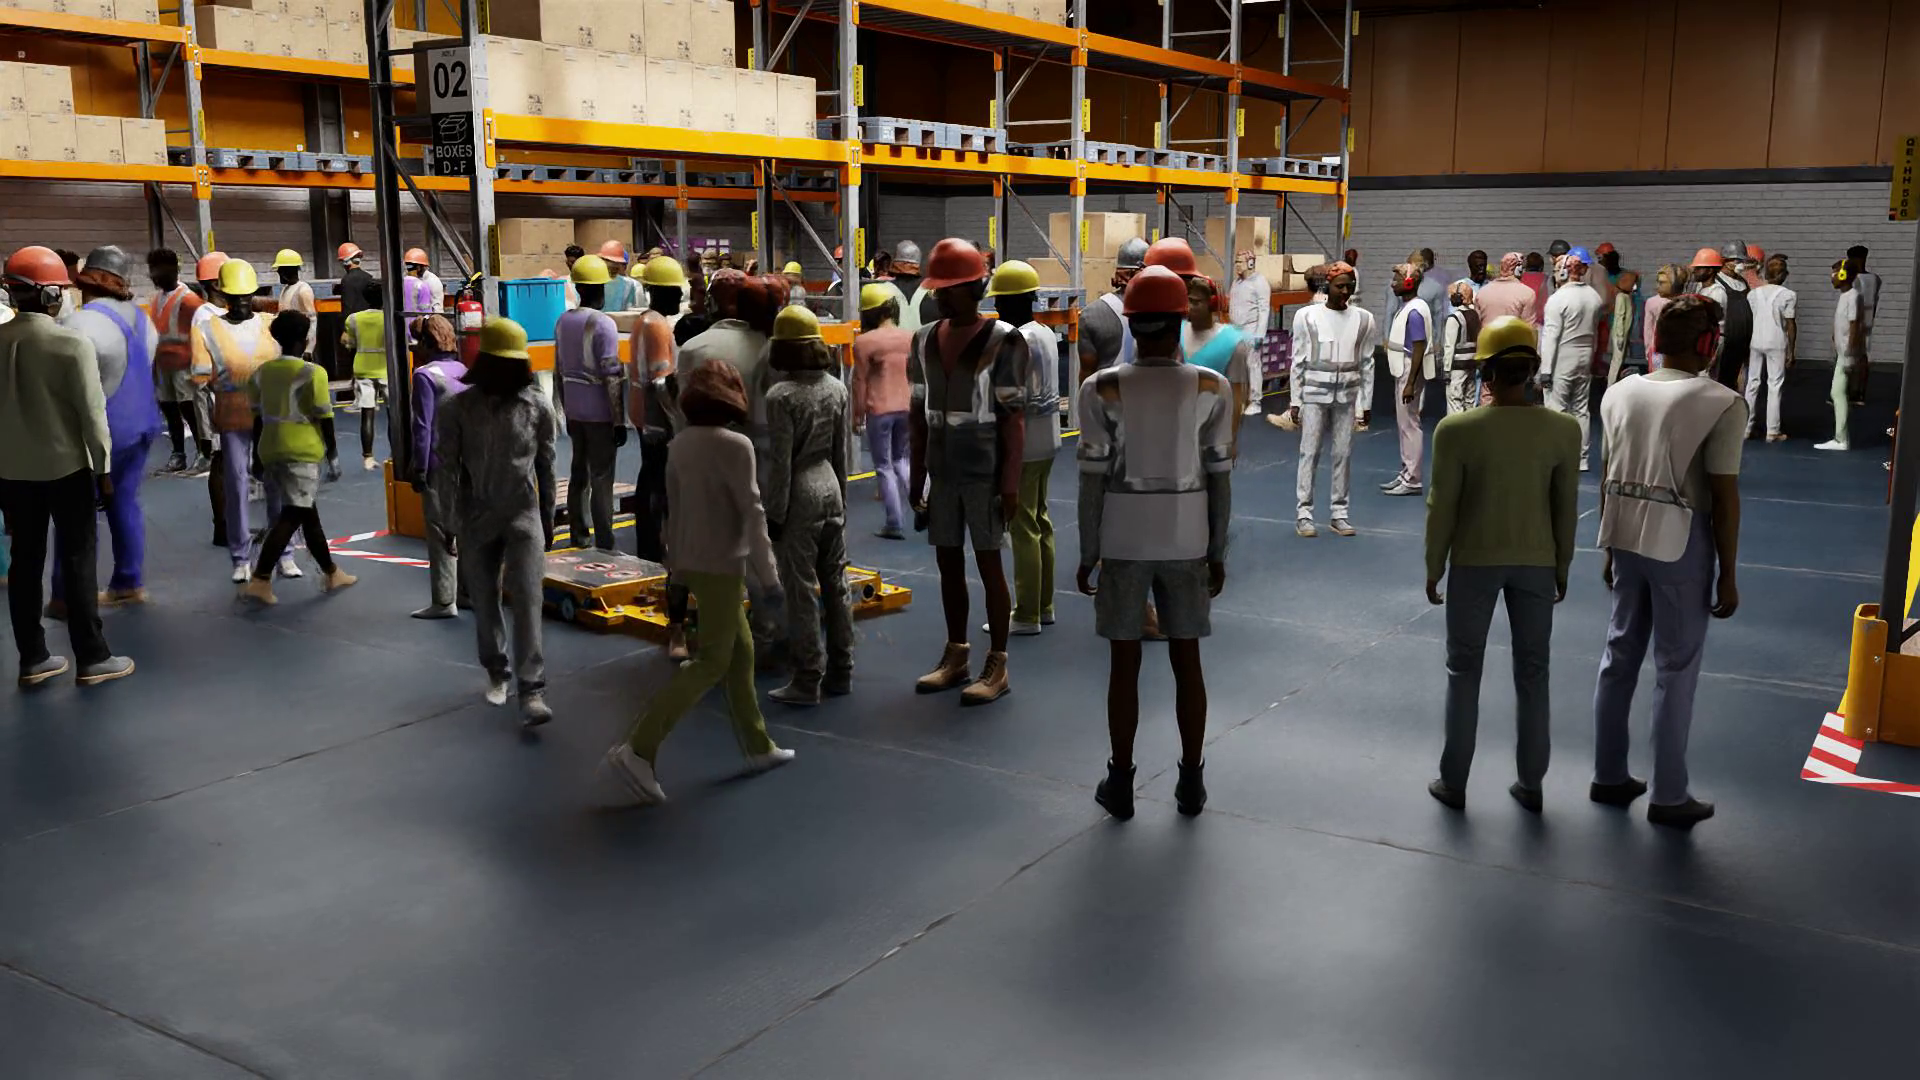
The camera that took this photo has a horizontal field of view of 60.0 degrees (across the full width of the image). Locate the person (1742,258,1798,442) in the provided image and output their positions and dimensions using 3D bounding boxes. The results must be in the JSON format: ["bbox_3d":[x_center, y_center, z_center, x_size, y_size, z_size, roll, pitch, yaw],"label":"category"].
[{"bbox_3d":[8.135,-1.905,16.726,0.330,1.844,0.520,-9,13,-40],"label":"person"}]

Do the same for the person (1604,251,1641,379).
[{"bbox_3d":[9.553,-3.263,24.215,0.828,1.854,0.610,-9,14,-42],"label":"person"}]

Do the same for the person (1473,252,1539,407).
[{"bbox_3d":[5.132,-1.732,15.603,0.403,1.906,0.651,-8,13,-38],"label":"person"}]

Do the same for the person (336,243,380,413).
[{"bbox_3d":[-7.102,-2.492,19.592,0.391,1.986,0.610,2,10,10],"label":"person"}]

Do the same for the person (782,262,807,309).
[{"bbox_3d":[-2.147,-2.712,21.484,0.294,1.744,0.486,-6,12,-32],"label":"person"}]

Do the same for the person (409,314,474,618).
[{"bbox_3d":[-2.777,-0.397,8.975,0.313,1.631,0.525,2,10,11],"label":"person"}]

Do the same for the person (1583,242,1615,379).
[{"bbox_3d":[9.356,-3.344,24.323,0.624,1.987,0.407,-4,11,-23],"label":"person"}]

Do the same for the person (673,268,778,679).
[{"bbox_3d":[-1.055,-0.306,7.744,0.658,1.894,0.400,-10,14,-42],"label":"person"}]

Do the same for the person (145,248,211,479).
[{"bbox_3d":[-6.710,-1.494,14.223,0.658,1.950,0.418,7,12,33],"label":"person"}]

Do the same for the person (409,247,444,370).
[{"bbox_3d":[-6.164,-2.375,19.070,0.627,1.941,0.370,8,13,36],"label":"person"}]

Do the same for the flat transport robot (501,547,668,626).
[{"bbox_3d":[-2.075,0.233,9.244,0.652,0.197,1.431,-10,14,-43],"label":"flat transport robot"}]

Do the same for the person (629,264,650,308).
[{"bbox_3d":[-3.764,-2.389,19.693,0.296,1.743,0.492,-4,11,-23],"label":"person"}]

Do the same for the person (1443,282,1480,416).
[{"bbox_3d":[4.694,-1.595,15.608,0.514,1.634,0.313,-10,14,-43],"label":"person"}]

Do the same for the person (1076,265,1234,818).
[{"bbox_3d":[0.672,0.013,5.852,0.548,1.934,0.375,0,10,-1],"label":"person"}]

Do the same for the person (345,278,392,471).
[{"bbox_3d":[-5.120,-1.445,14.603,0.555,1.695,0.318,0,10,1],"label":"person"}]

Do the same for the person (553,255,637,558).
[{"bbox_3d":[-2.275,-0.796,10.343,0.594,1.929,0.352,9,14,42],"label":"person"}]

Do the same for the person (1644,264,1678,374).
[{"bbox_3d":[7.459,-2.007,17.516,0.524,1.769,0.308,10,14,44],"label":"person"}]

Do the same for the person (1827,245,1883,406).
[{"bbox_3d":[10.969,-2.624,20.394,0.604,1.959,0.379,-5,11,-24],"label":"person"}]

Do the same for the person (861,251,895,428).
[{"bbox_3d":[-0.792,-2.099,17.642,0.598,1.908,0.410,-9,14,-41],"label":"person"}]

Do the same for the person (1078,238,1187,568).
[{"bbox_3d":[1.059,-0.838,10.276,0.682,2.000,0.537,0,10,2],"label":"person"}]

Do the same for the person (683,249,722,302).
[{"bbox_3d":[-2.496,-1.968,16.848,0.633,1.931,0.375,1,10,8],"label":"person"}]

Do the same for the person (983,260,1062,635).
[{"bbox_3d":[0.315,-0.469,8.572,0.398,1.920,0.586,3,11,18],"label":"person"}]

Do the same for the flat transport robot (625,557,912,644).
[{"bbox_3d":[-1.000,0.303,8.856,1.431,0.197,0.652,-10,14,-43],"label":"flat transport robot"}]

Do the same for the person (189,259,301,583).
[{"bbox_3d":[-4.217,-0.702,9.876,0.593,1.915,0.391,-7,13,-35],"label":"person"}]

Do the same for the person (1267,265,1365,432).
[{"bbox_3d":[3.833,-2.013,17.571,1.032,1.761,0.695,6,12,31],"label":"person"}]

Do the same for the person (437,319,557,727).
[{"bbox_3d":[-1.914,-0.067,6.953,0.491,1.692,0.893,-3,11,-16],"label":"person"}]

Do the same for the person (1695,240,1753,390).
[{"bbox_3d":[7.802,-2.039,16.931,0.680,2.000,0.535,-6,12,-29],"label":"person"}]

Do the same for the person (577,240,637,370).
[{"bbox_3d":[-3.603,-2.052,17.070,0.640,2.012,0.583,-6,12,-32],"label":"person"}]

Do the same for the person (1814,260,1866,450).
[{"bbox_3d":[8.598,-1.799,16.206,0.396,1.832,0.638,3,11,17],"label":"person"}]

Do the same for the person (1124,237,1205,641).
[{"bbox_3d":[1.020,-0.506,8.465,0.415,2.035,0.609,0,10,-2],"label":"person"}]

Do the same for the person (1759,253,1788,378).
[{"bbox_3d":[11.867,-3.265,24.312,0.556,1.818,0.480,-9,13,-40],"label":"person"}]
